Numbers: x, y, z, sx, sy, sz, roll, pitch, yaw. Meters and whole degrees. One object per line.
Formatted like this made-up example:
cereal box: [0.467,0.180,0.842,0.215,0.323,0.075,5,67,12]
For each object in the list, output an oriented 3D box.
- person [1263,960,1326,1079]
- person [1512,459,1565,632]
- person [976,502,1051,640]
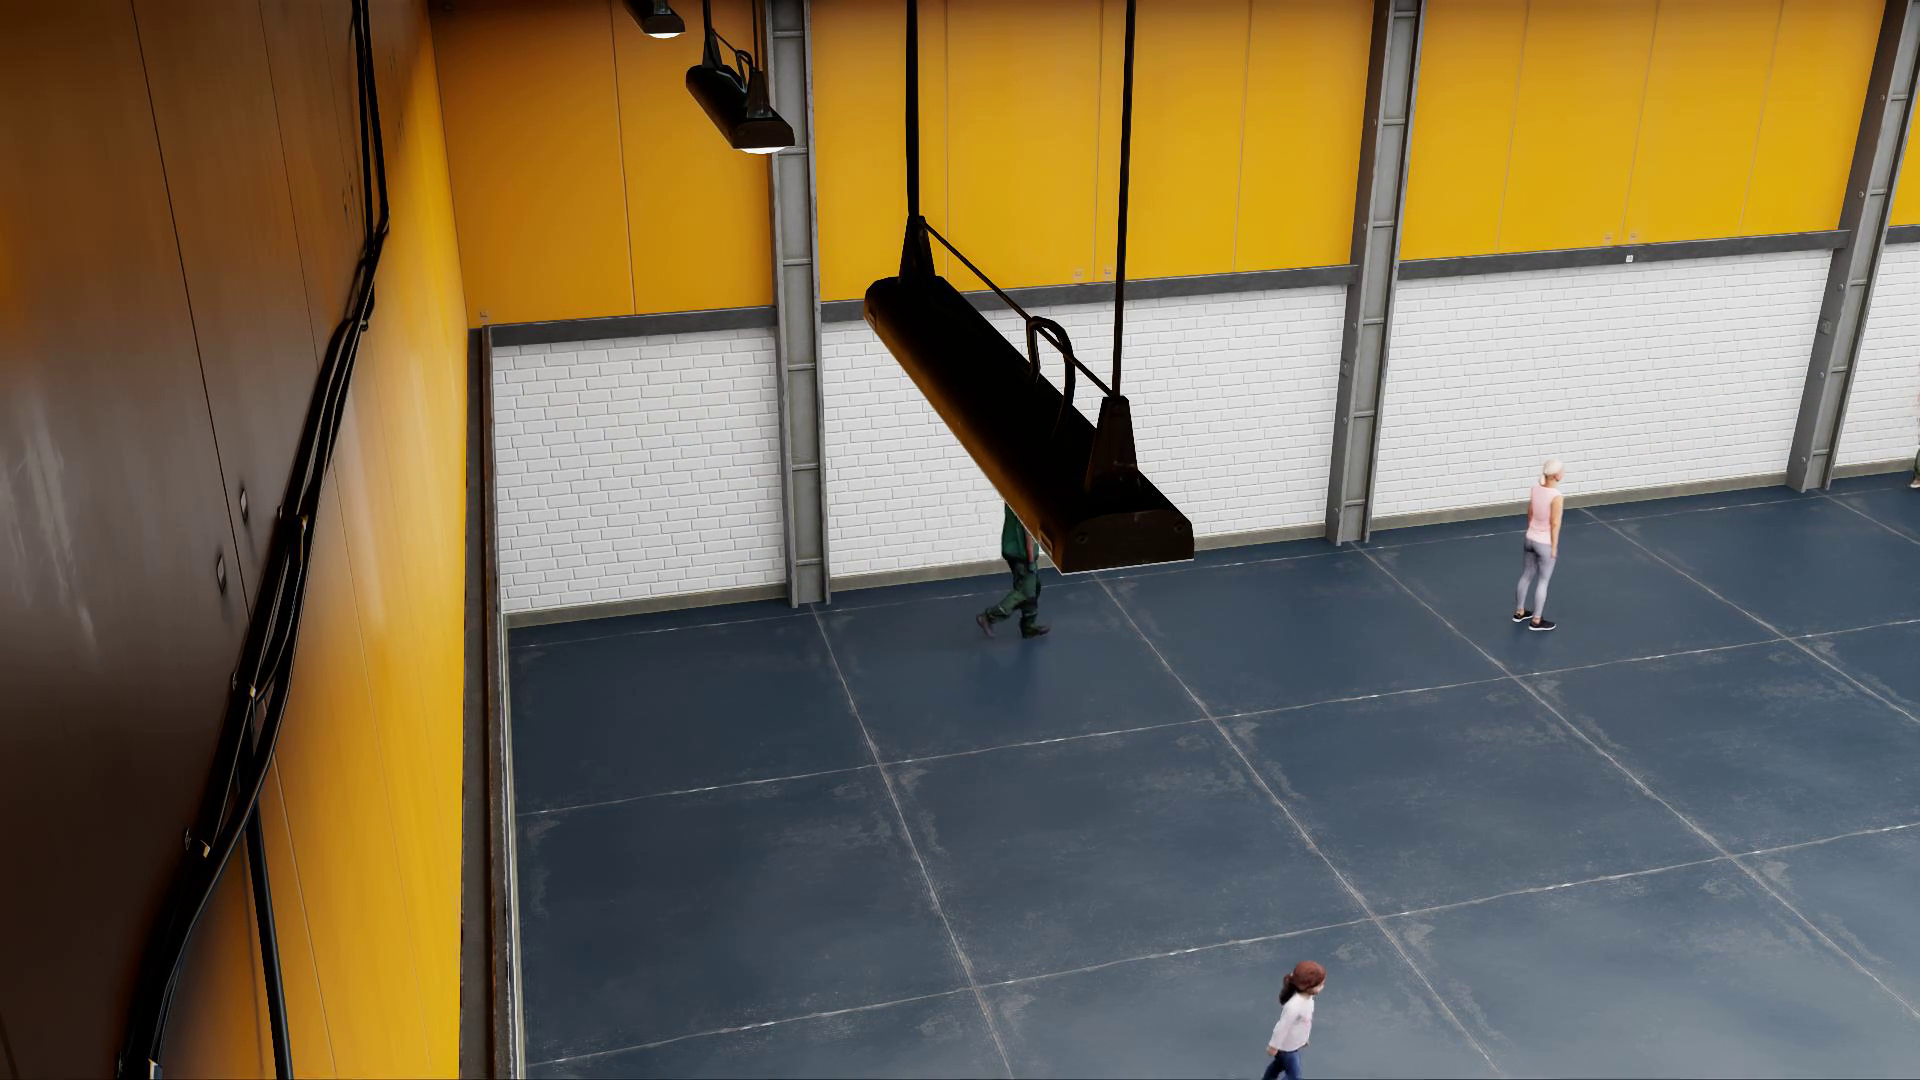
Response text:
person: [1.943,3.000,10.061,0.655,1.089,0.594,15,28,31]
person: [5.608,0.025,16.070,0.552,1.725,0.589,-10,25,-21]
person: [0.507,0.139,15.691,0.992,1.820,0.683,-5,24,-11]
